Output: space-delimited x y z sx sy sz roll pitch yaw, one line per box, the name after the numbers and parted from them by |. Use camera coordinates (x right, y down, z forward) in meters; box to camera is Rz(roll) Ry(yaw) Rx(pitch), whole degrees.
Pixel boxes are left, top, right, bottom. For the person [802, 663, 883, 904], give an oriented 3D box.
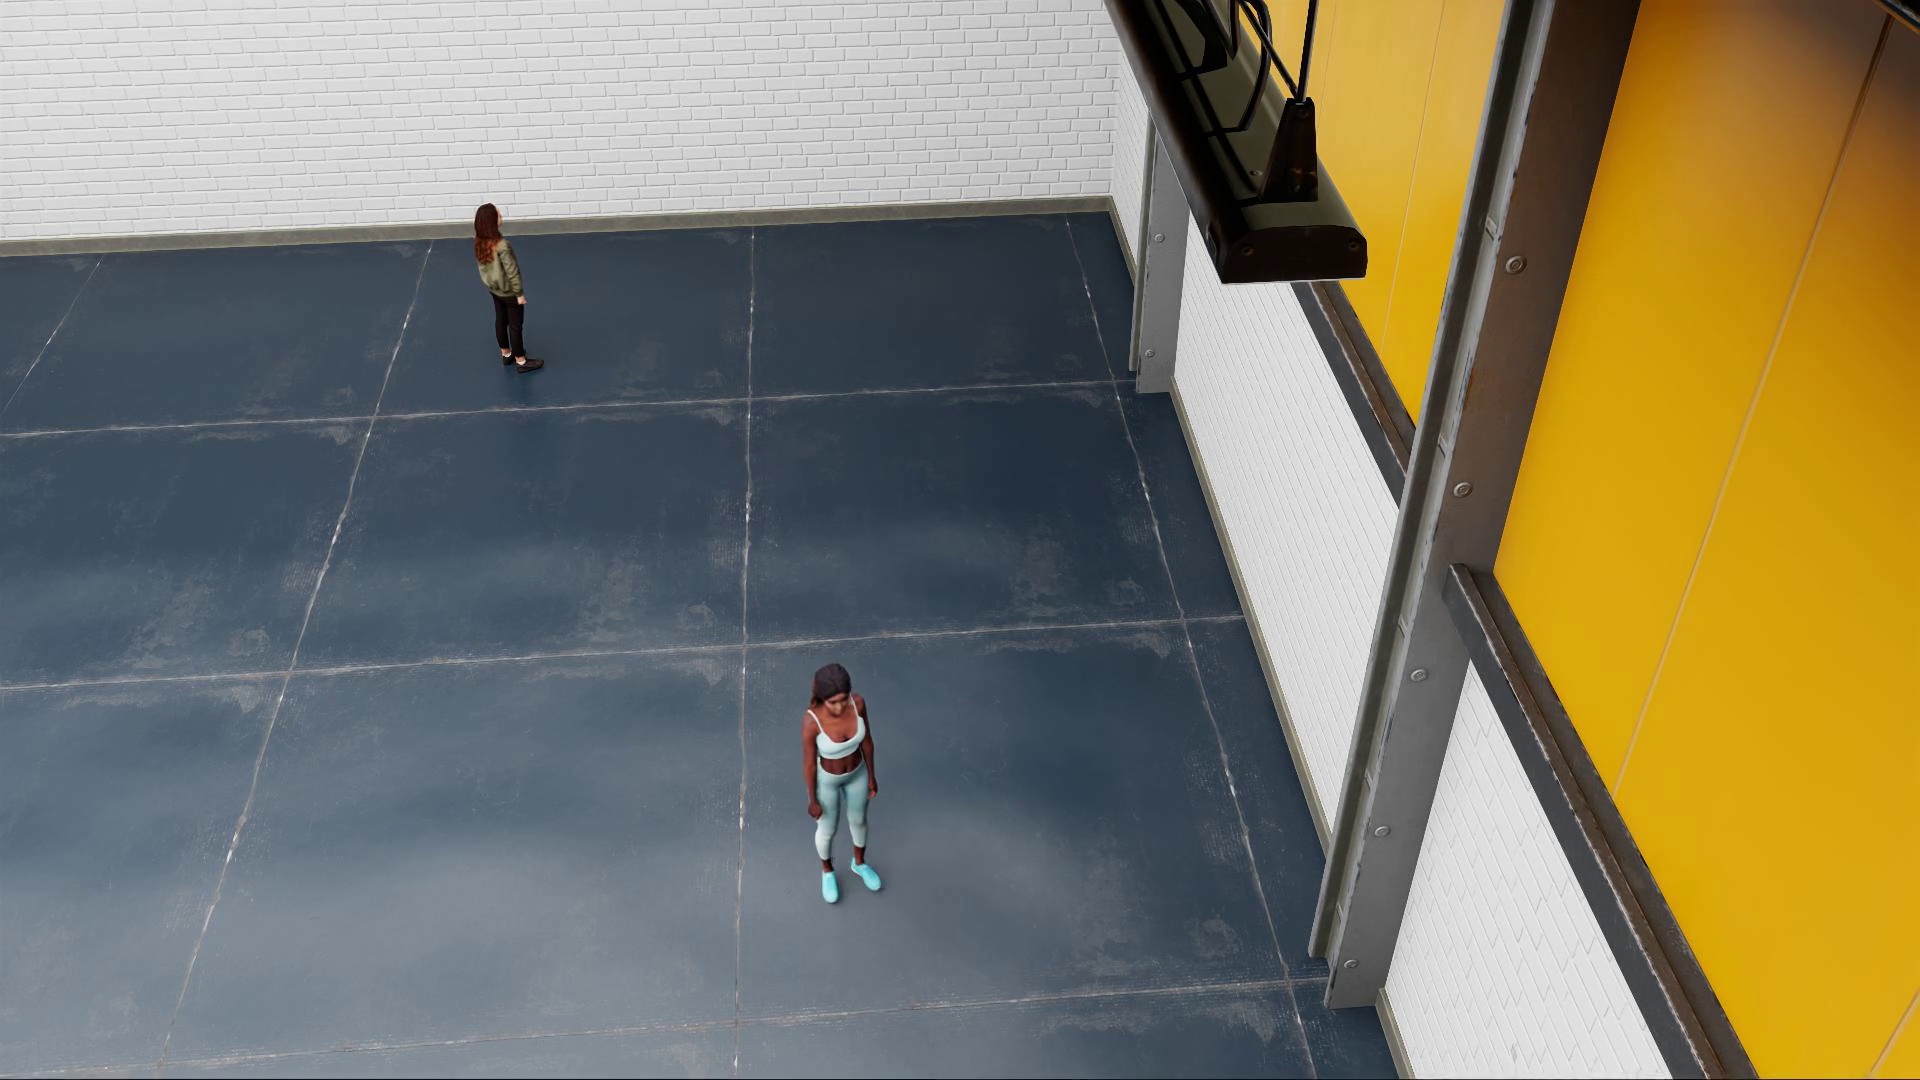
-0.659 1.310 9.094 0.644 1.723 0.651 -19 42 -22 | person

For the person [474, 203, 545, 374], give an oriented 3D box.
-3.703 -2.052 13.502 0.644 1.476 0.710 29 47 32 | person
